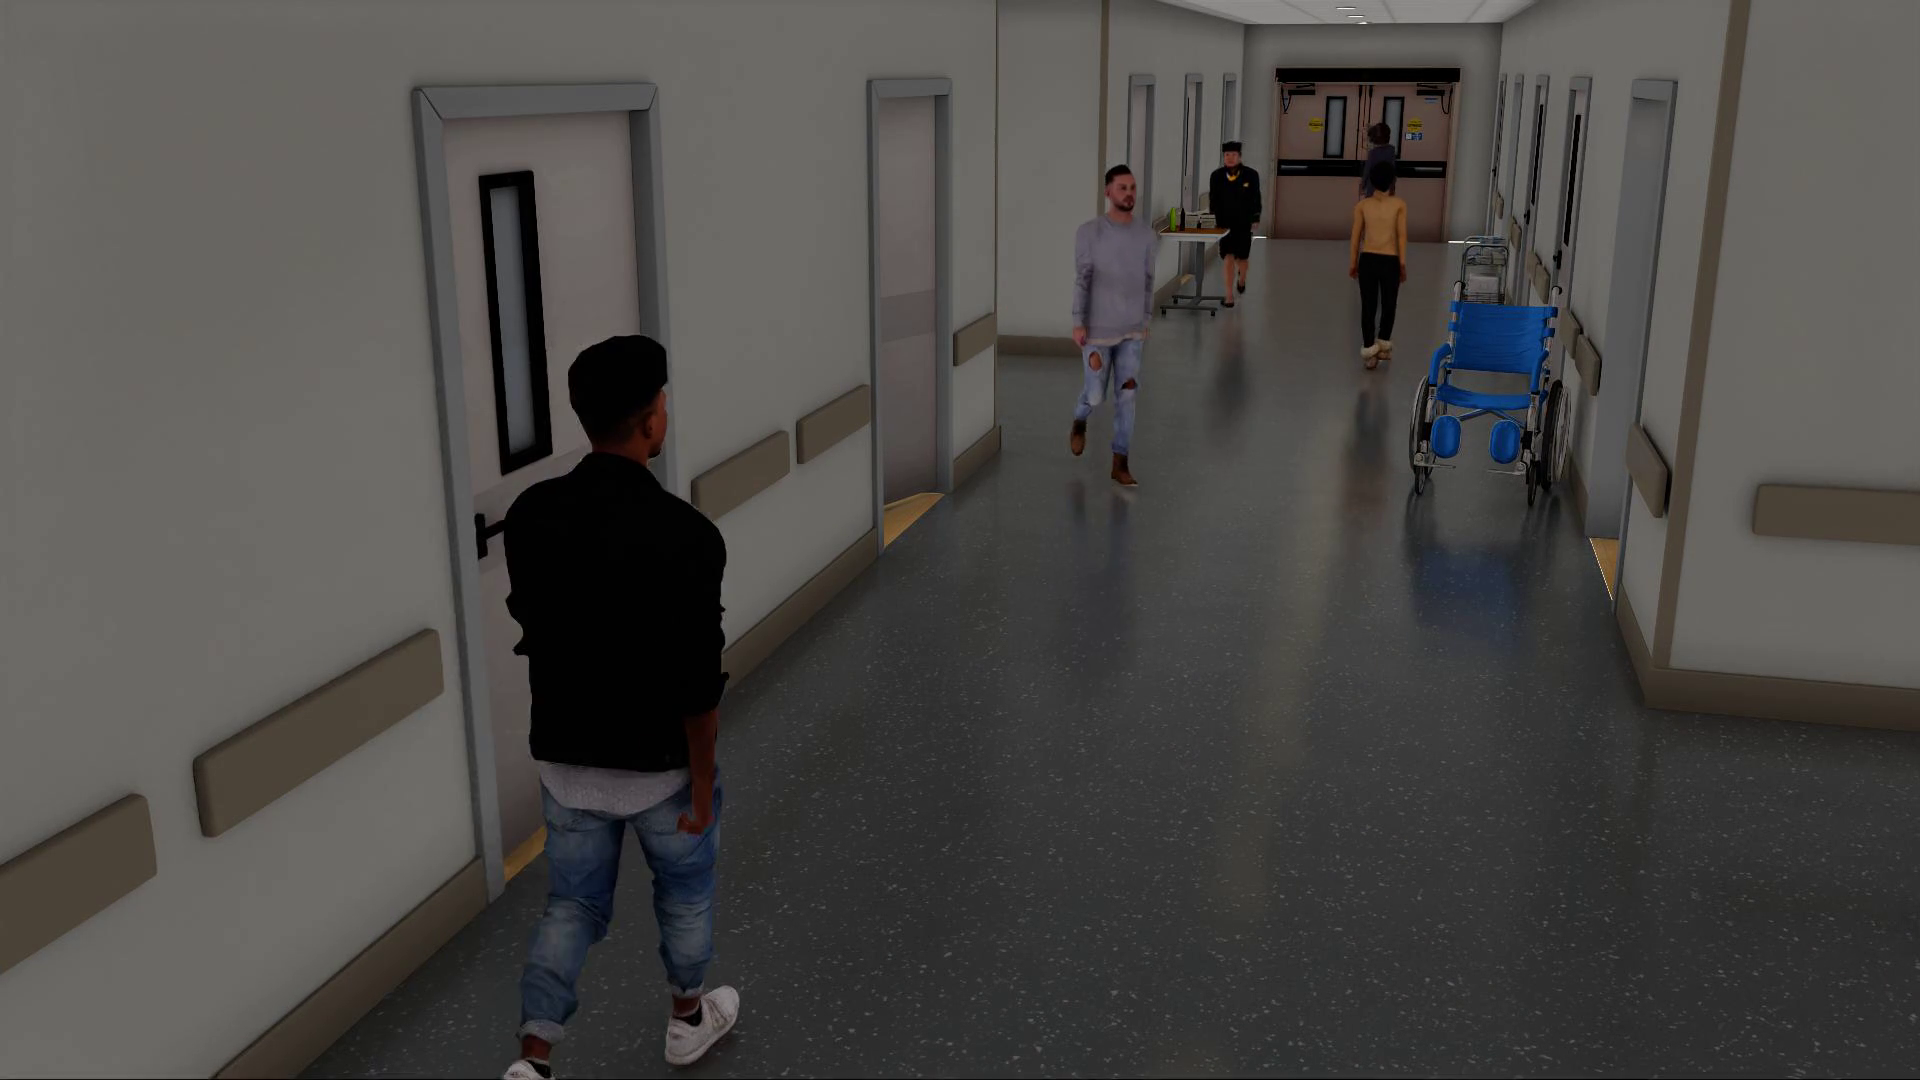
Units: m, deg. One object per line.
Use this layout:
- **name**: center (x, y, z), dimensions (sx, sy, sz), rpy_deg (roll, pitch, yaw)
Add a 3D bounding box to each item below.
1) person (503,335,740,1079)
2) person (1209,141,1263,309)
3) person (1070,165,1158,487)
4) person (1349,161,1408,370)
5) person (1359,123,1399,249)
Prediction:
- **person**: center (-0.795, 0.475, 3.656), dimensions (0.697, 1.784, 1.069), rpy_deg (5, 16, 16)
- **person**: center (2.814, -3.203, 16.957), dimensions (0.683, 1.646, 0.951), rpy_deg (4, 16, 14)
- **person**: center (0.856, -1.255, 9.721), dimensions (0.991, 1.824, 1.156), rpy_deg (-4, 16, -15)
- **person**: center (3.364, -2.198, 13.384), dimensions (0.632, 1.651, 0.653), rpy_deg (5, 17, 18)
- **person**: center (5.408, -4.510, 21.510), dimensions (0.807, 1.690, 0.812), rpy_deg (-1, 16, -3)
